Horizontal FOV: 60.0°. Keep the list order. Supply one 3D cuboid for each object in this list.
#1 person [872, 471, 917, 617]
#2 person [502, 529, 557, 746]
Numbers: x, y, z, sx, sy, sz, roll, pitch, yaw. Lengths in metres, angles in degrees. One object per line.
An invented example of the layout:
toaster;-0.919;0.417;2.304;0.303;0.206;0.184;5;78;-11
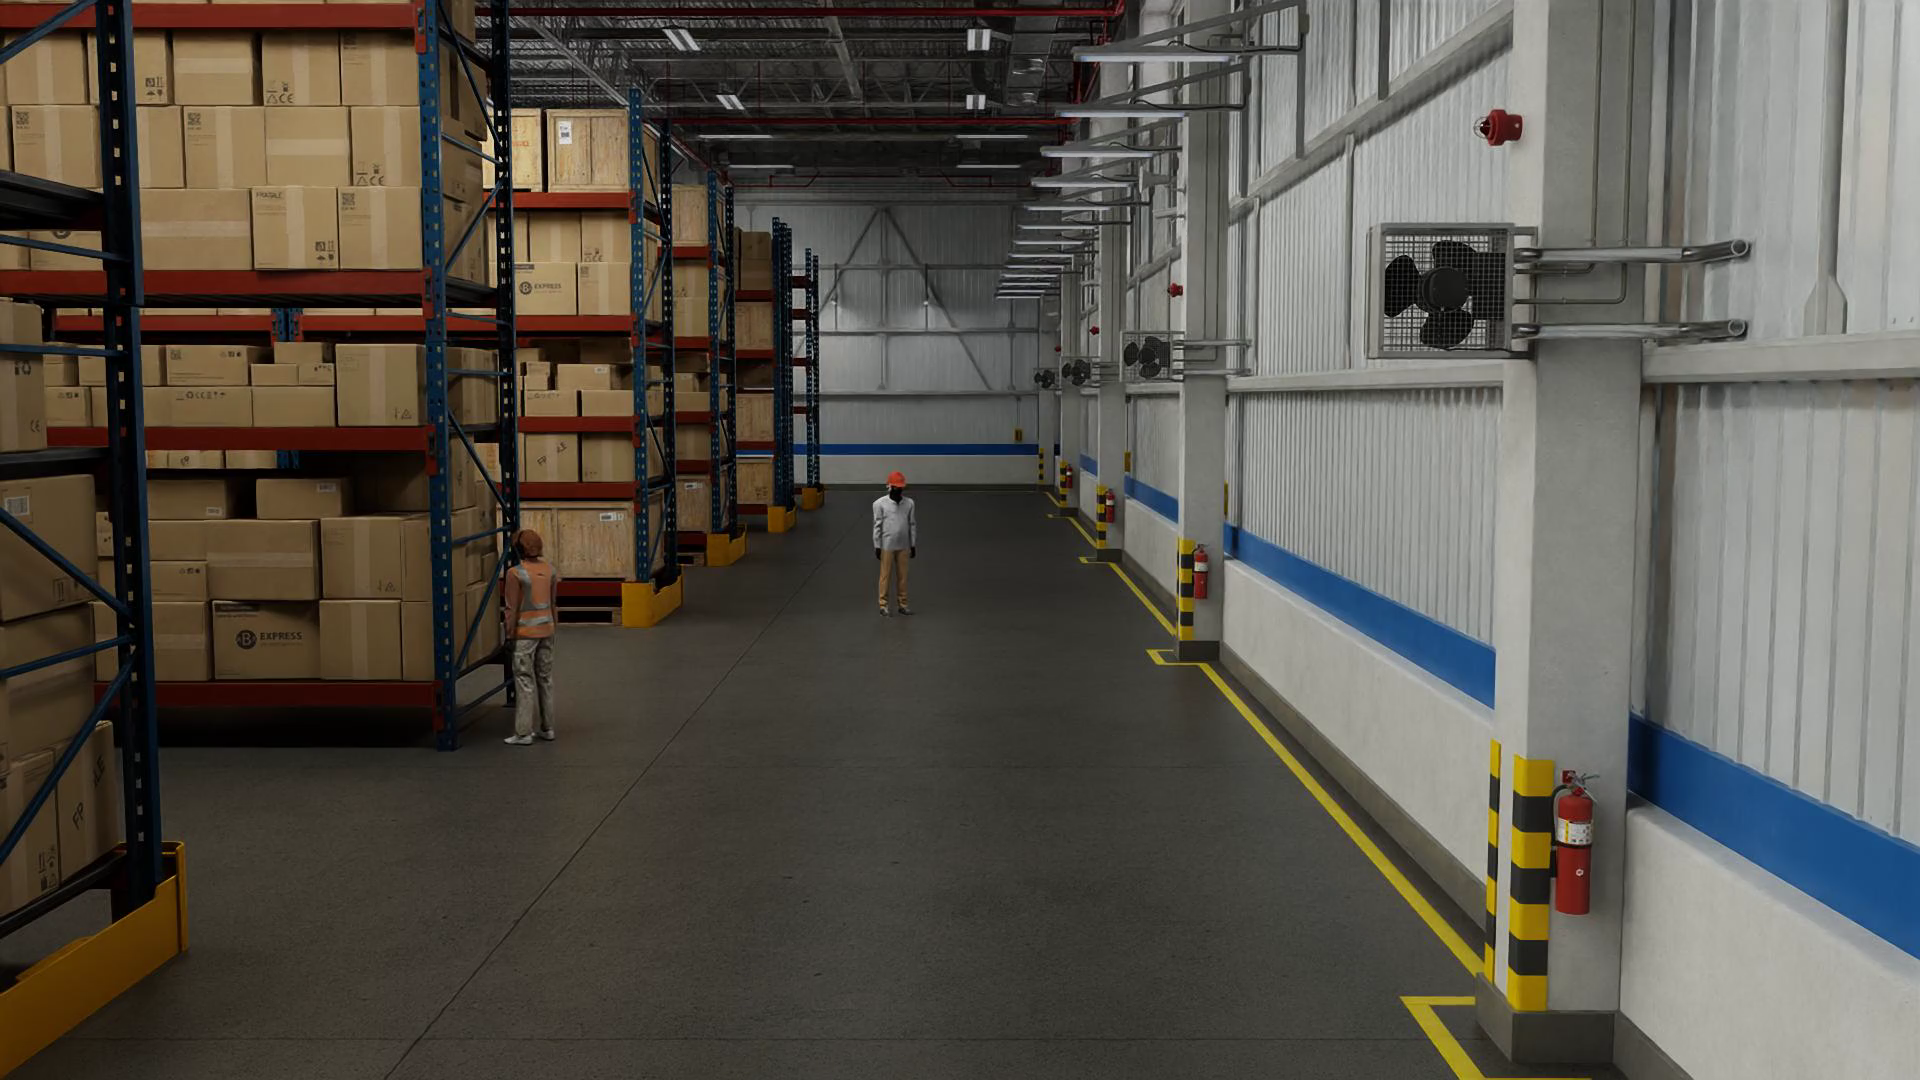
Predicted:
person;-0.767;0.047;19.885;0.565;1.745;0.349;-3;6;-29
person;-3.241;0.732;12.582;0.321;1.631;0.526;3;6;29
